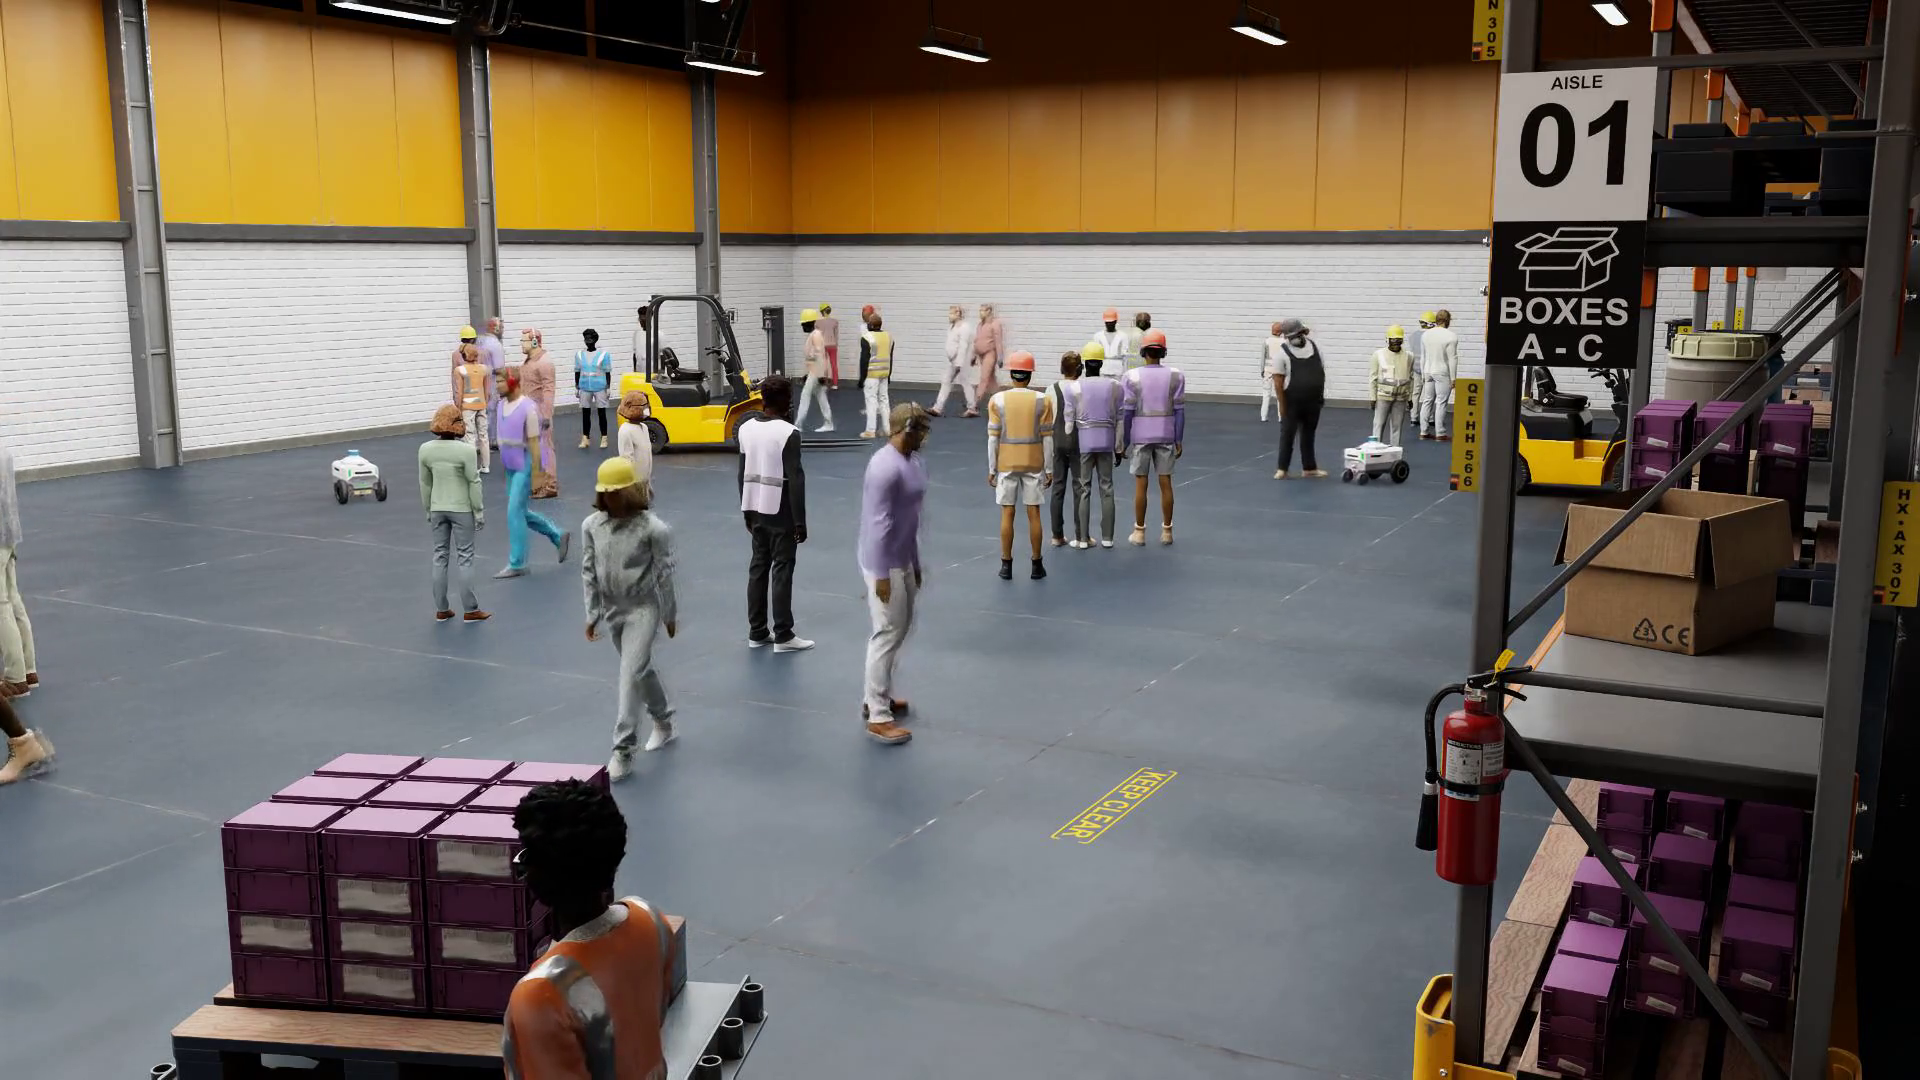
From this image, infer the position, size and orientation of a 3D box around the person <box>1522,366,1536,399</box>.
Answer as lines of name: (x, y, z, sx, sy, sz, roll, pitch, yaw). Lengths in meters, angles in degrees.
person: (7.560, -2.046, 22.375, 0.354, 1.884, 0.576, -1, 10, -6)

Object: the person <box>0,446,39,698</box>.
person: (-5.970, 0.053, 10.268, 0.310, 1.868, 0.532, -2, 10, -12)

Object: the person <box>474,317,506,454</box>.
person: (-6.393, -2.113, 22.801, 0.759, 1.869, 0.654, -7, 12, -36)

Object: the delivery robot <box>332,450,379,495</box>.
delivery robot: (-6.718, -0.755, 18.469, 0.477, 0.478, 0.707, -7, 12, -34)

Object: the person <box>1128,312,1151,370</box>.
person: (2.814, -2.668, 26.133, 0.486, 1.827, 0.635, 1, 10, 3)

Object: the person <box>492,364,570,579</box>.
person: (-3.700, -0.603, 14.251, 0.756, 1.817, 0.582, -9, 13, -42)

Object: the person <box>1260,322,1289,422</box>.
person: (5.131, -2.720, 27.002, 0.533, 1.632, 0.310, 4, 11, 23)

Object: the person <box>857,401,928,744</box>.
person: (-0.406, 0.166, 9.531, 0.425, 1.907, 0.714, 2, 10, 10)

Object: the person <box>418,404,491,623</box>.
person: (-3.770, -0.195, 12.382, 0.497, 1.633, 0.285, 3, 10, 15)

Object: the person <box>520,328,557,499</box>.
person: (-4.770, -1.418, 18.673, 0.403, 1.906, 0.651, -7, 12, -34)

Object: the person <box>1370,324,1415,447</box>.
person: (5.562, -1.852, 21.396, 0.592, 1.834, 0.404, -1, 10, -6)

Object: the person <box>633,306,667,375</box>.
person: (-4.658, -2.526, 24.910, 0.608, 1.966, 0.372, 5, 11, 28)

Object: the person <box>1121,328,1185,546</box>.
person: (1.801, -0.960, 15.627, 0.605, 2.044, 0.375, -1, 10, -5)

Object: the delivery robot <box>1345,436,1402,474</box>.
delivery robot: (4.945, -0.999, 19.887, 0.707, 0.478, 0.477, -6, 12, -31)

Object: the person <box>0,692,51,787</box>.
person: (-5.061, 0.352, 8.219, 0.608, 1.992, 1.092, 7, 12, 35)

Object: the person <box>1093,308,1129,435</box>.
person: (2.252, -2.514, 24.981, 0.546, 1.928, 0.382, 2, 10, 12)

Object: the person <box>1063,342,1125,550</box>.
person: (1.232, -0.868, 15.428, 0.586, 1.928, 0.365, -2, 10, -11)

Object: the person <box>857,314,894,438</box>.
person: (-1.269, -2.436, 24.782, 0.439, 1.839, 0.644, 9, 13, 41)

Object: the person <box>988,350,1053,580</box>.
person: (0.509, -0.631, 14.029, 0.551, 1.935, 0.375, 0, 10, 2)

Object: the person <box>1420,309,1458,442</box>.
person: (6.975, -2.391, 24.258, 0.368, 1.933, 0.631, -7, 12, -34)

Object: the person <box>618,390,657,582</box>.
person: (-2.646, -0.419, 13.680, 0.281, 1.633, 0.500, 1, 10, 7)

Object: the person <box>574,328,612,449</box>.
person: (-5.148, -2.118, 23.323, 0.540, 1.697, 0.317, 1, 10, 4)

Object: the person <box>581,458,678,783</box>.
person: (-1.743, 0.377, 8.912, 0.474, 1.690, 0.868, 4, 11, 21)

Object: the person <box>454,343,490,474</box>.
person: (-6.024, -1.607, 20.536, 0.307, 1.640, 0.518, 6, 12, 32)

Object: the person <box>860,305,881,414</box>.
person: (-1.500, -3.072, 28.378, 0.446, 1.857, 0.600, 5, 11, 29)

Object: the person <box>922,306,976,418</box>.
person: (-0.143, -2.937, 27.571, 0.952, 1.860, 0.679, -4, 11, -24)

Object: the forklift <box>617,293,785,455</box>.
forklift: (-3.588, -2.317, 23.042, 2.313, 2.155, 1.214, -1, 10, -5)

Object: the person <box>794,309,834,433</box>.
person: (-2.335, -2.554, 25.309, 0.911, 1.878, 0.627, -2, 10, -12)

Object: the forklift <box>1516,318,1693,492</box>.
forklift: (7.066, -1.601, 18.899, 2.313, 2.155, 1.214, 5, 11, 27)

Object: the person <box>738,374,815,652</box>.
person: (-1.296, -0.183, 11.489, 0.597, 1.916, 0.371, 9, 13, 41)

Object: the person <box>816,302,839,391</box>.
person: (-2.663, -3.861, 33.247, 0.524, 1.761, 0.327, -8, 12, -37)

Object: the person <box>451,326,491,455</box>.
person: (-6.623, -2.015, 22.542, 0.532, 1.765, 0.328, 0, 10, -1)

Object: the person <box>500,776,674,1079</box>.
person: (-0.757, 1.316, 3.443, 0.317, 1.697, 0.540, 2, 10, 13)

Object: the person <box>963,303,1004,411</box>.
person: (0.376, -3.160, 28.853, 0.949, 1.860, 0.680, -5, 11, -29)

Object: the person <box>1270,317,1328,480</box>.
person: (4.189, -1.742, 20.159, 0.828, 2.000, 0.534, -4, 11, -21)

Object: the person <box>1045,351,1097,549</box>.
person: (1.032, -0.835, 15.471, 0.506, 1.847, 0.344, 5, 11, 28)

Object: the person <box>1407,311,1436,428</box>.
person: (7.345, -2.688, 26.260, 0.404, 1.827, 0.588, -8, 13, -39)
